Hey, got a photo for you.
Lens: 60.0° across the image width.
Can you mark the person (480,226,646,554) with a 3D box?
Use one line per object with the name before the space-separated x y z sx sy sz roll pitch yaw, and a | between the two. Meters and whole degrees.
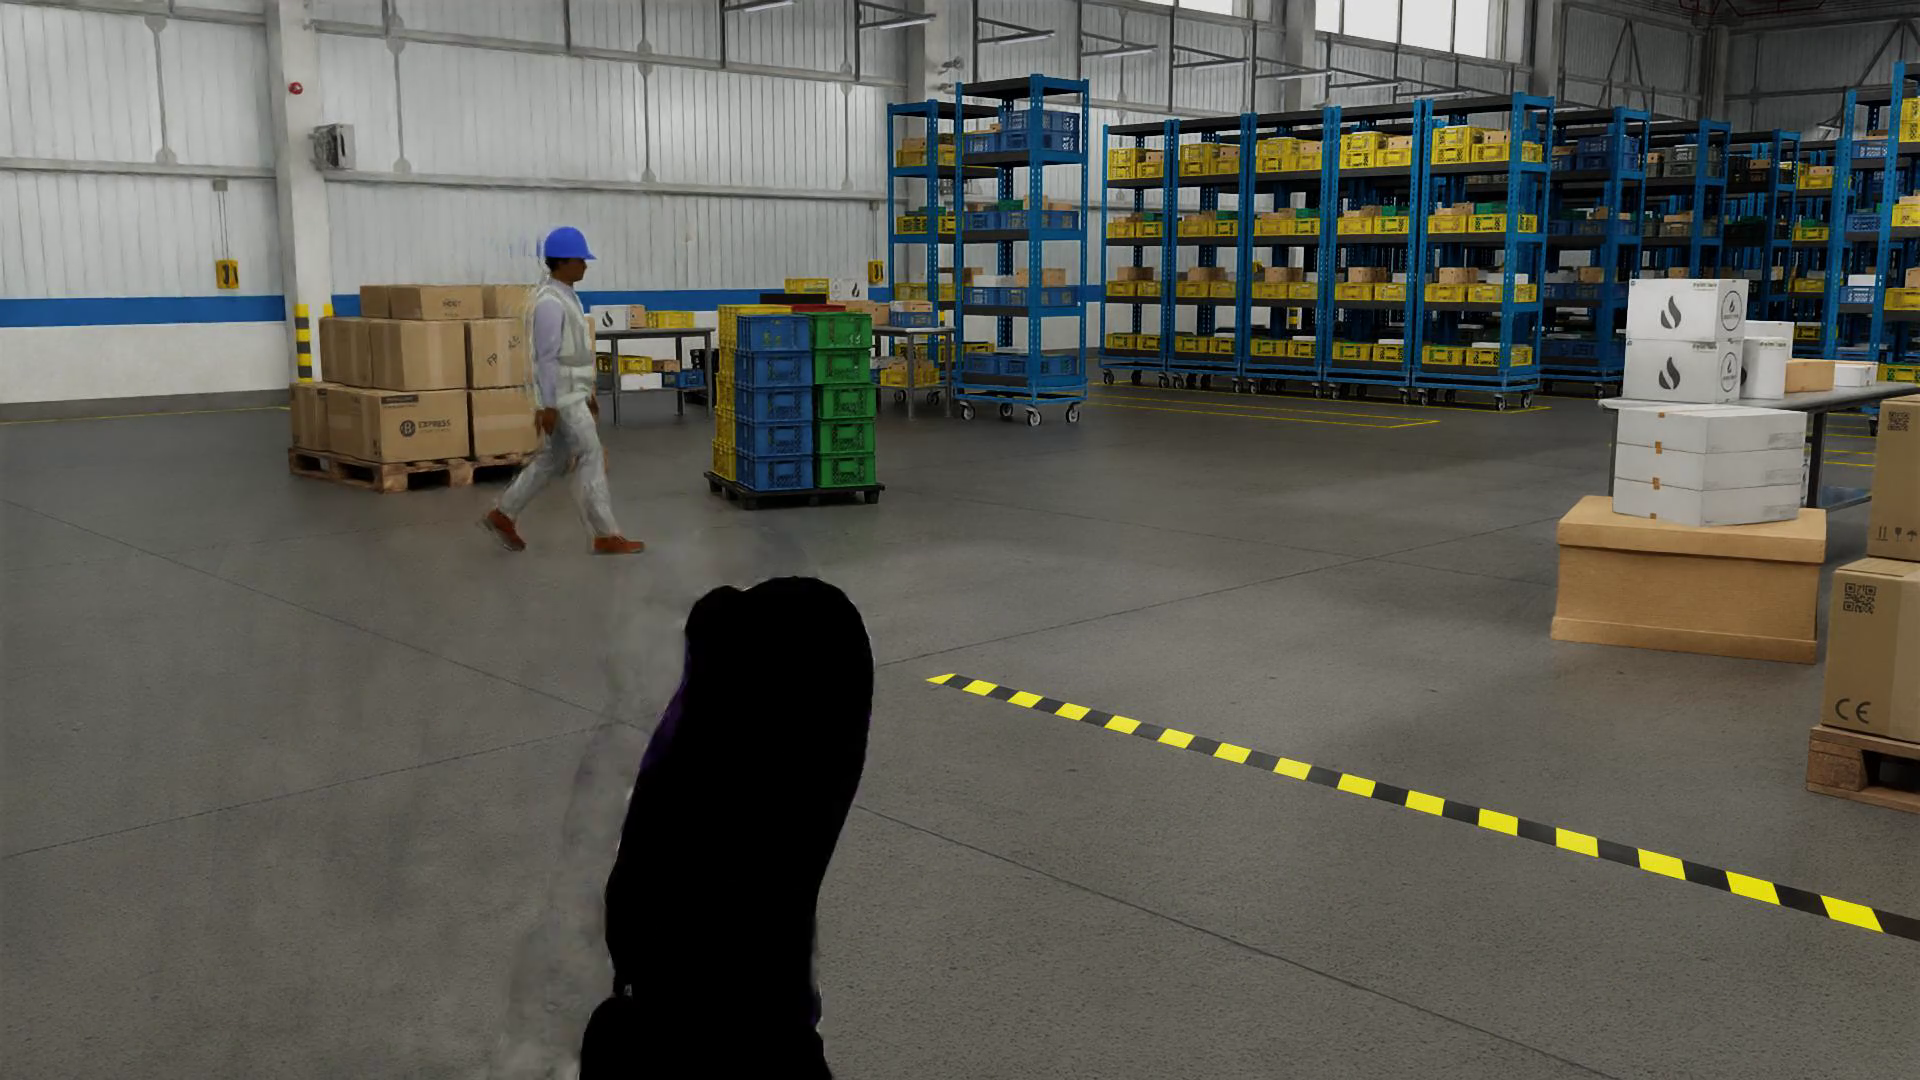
person | -2.360 -0.853 9.661 0.919 1.919 0.609 -1 10 -7
